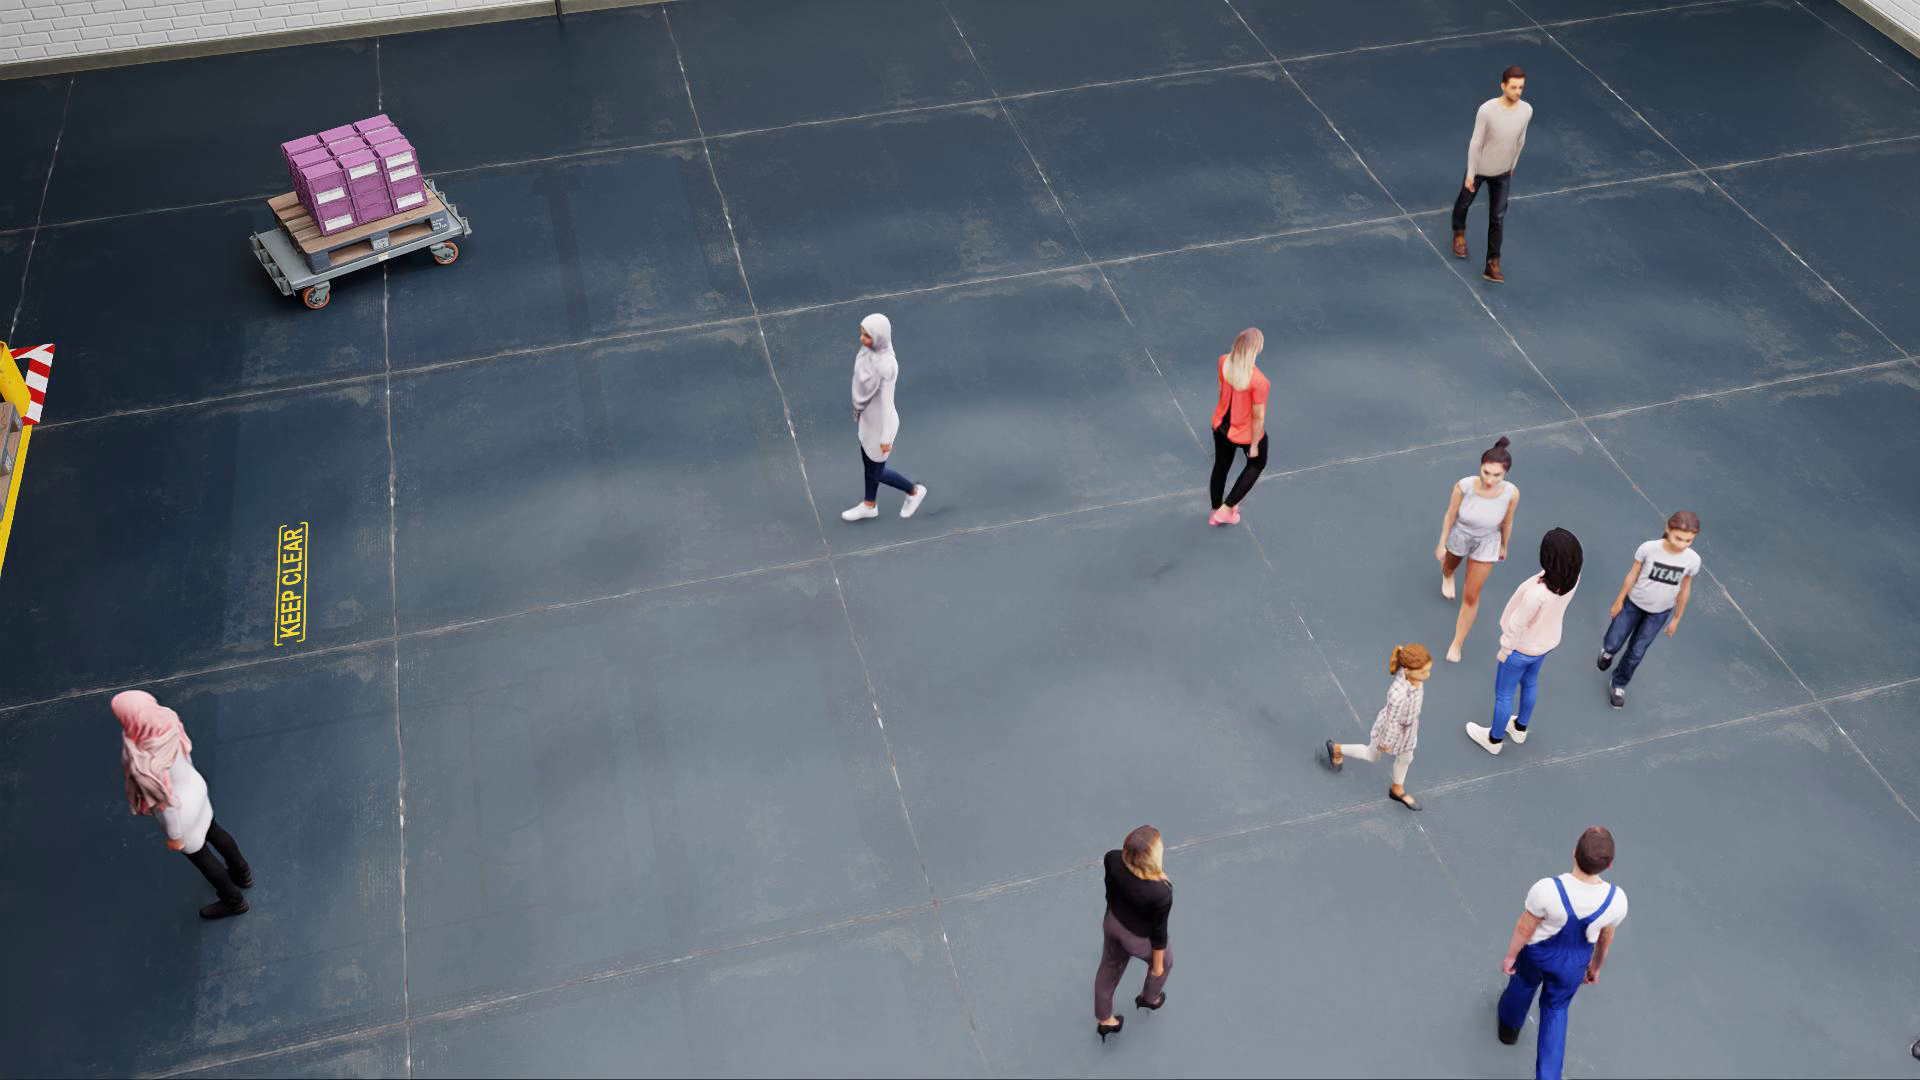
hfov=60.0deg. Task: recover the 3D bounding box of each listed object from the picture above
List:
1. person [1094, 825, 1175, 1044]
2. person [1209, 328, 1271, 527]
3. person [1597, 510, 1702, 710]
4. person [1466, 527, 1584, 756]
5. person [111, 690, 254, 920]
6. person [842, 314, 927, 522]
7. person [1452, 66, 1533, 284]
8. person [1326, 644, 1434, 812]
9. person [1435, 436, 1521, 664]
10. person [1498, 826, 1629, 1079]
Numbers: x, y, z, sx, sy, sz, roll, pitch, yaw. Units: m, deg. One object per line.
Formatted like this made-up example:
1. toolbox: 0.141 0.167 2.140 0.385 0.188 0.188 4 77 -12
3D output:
1. person: 0.835 2.094 8.559 0.788 1.653 0.846 34 53 30
2. person: 1.855 -0.720 11.489 0.781 1.687 0.694 -30 51 -28
3. person: 4.313 0.362 10.447 0.739 1.557 0.824 13 45 13
4. person: 3.438 0.628 10.017 0.699 1.766 0.667 -26 49 -25
5. person: -4.269 1.449 9.128 0.745 1.803 0.598 -2 44 -2
6. person: -0.517 -0.832 11.549 0.715 1.767 0.782 -13 45 -14
7. person: 4.393 -3.146 13.931 0.812 1.830 1.151 -1 44 -2
8. person: 2.540 1.062 9.901 0.969 1.296 0.827 31 52 28
9. person: 3.354 -0.059 10.868 0.991 1.586 1.176 9 44 9
10. person: 2.977 2.173 8.350 0.975 1.827 1.186 8 44 8
